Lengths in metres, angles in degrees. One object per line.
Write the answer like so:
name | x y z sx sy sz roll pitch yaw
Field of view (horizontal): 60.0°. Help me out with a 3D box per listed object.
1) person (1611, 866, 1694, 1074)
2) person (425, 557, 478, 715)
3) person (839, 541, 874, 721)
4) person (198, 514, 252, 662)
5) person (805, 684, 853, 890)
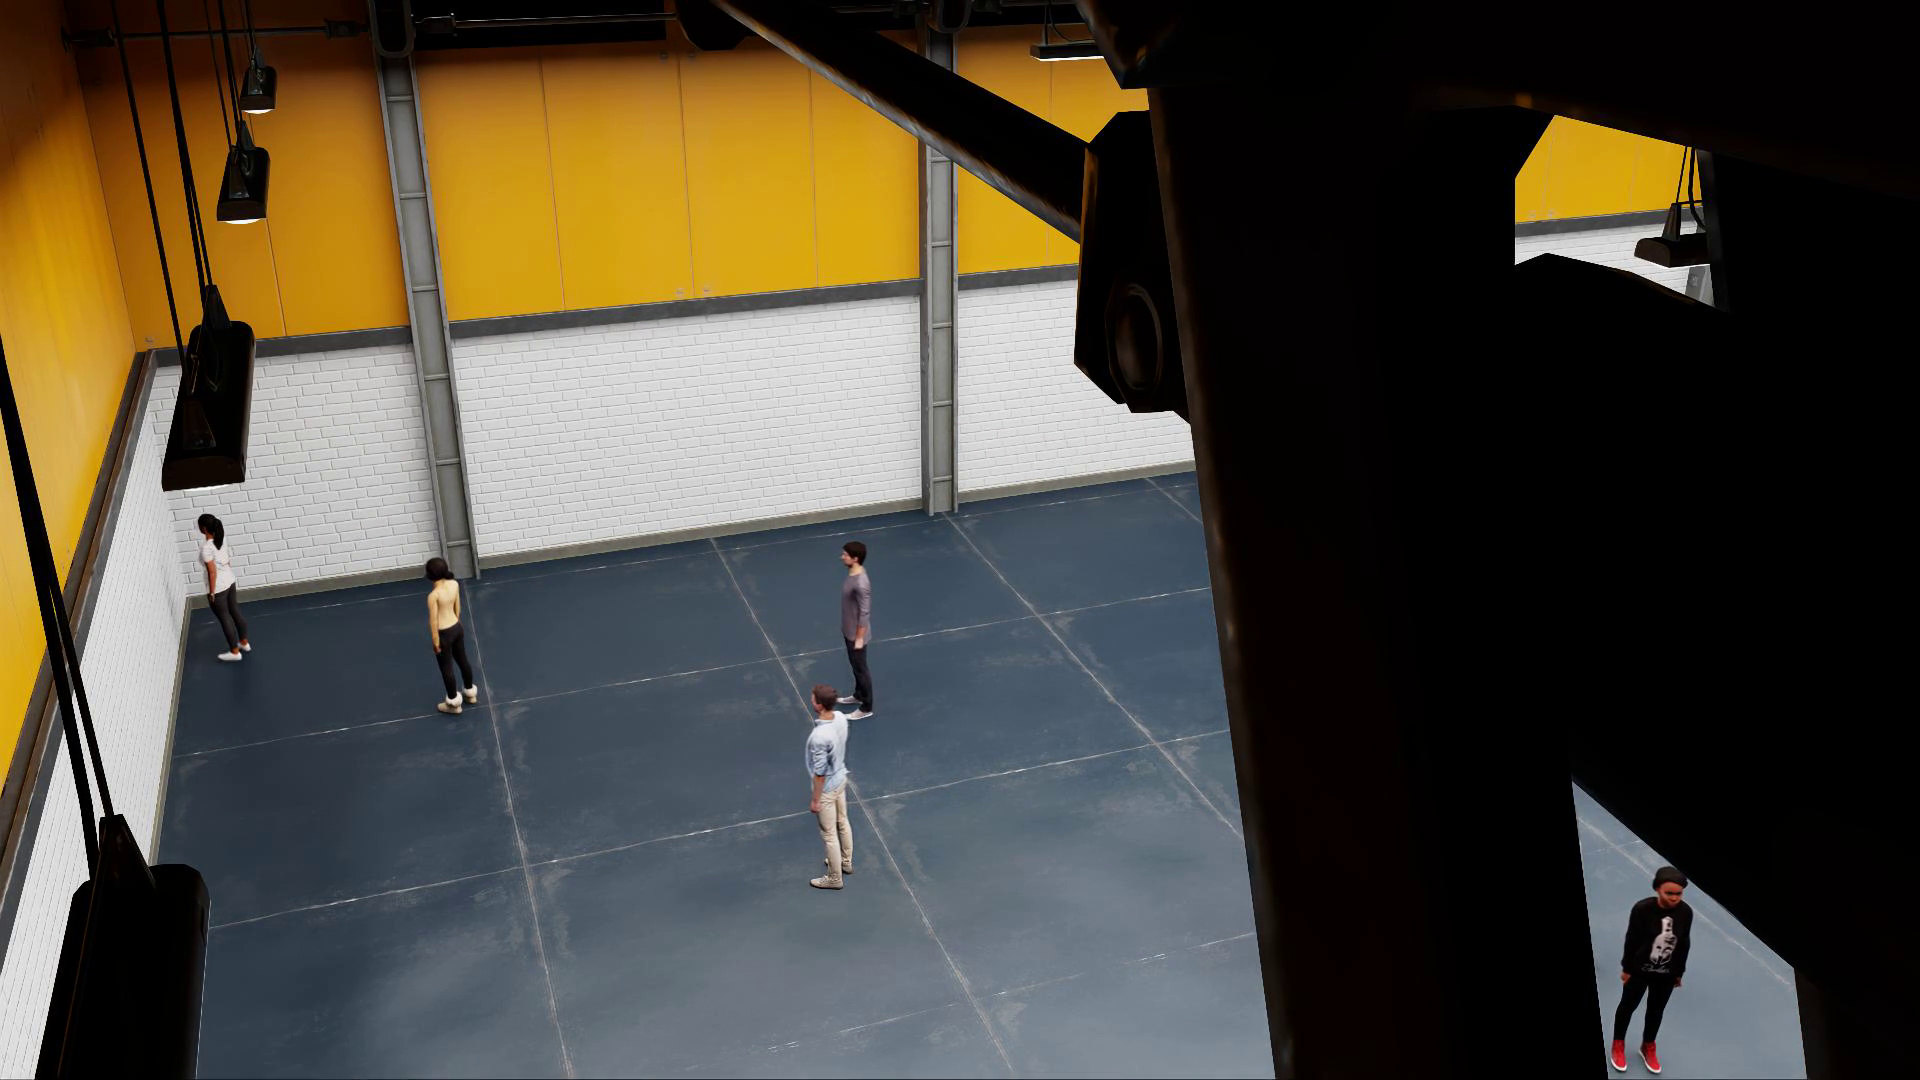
person | 4.874 3.001 11.732 0.591 1.674 0.719 2 24 5
person | -5.076 0.925 16.503 0.735 1.658 0.671 11 26 24
person | -1.012 0.865 16.396 0.574 1.853 0.694 -5 24 -12
person | -7.786 0.481 17.533 0.652 1.645 0.646 3 24 6
person | -1.083 2.027 13.747 0.761 1.846 0.720 9 25 19
